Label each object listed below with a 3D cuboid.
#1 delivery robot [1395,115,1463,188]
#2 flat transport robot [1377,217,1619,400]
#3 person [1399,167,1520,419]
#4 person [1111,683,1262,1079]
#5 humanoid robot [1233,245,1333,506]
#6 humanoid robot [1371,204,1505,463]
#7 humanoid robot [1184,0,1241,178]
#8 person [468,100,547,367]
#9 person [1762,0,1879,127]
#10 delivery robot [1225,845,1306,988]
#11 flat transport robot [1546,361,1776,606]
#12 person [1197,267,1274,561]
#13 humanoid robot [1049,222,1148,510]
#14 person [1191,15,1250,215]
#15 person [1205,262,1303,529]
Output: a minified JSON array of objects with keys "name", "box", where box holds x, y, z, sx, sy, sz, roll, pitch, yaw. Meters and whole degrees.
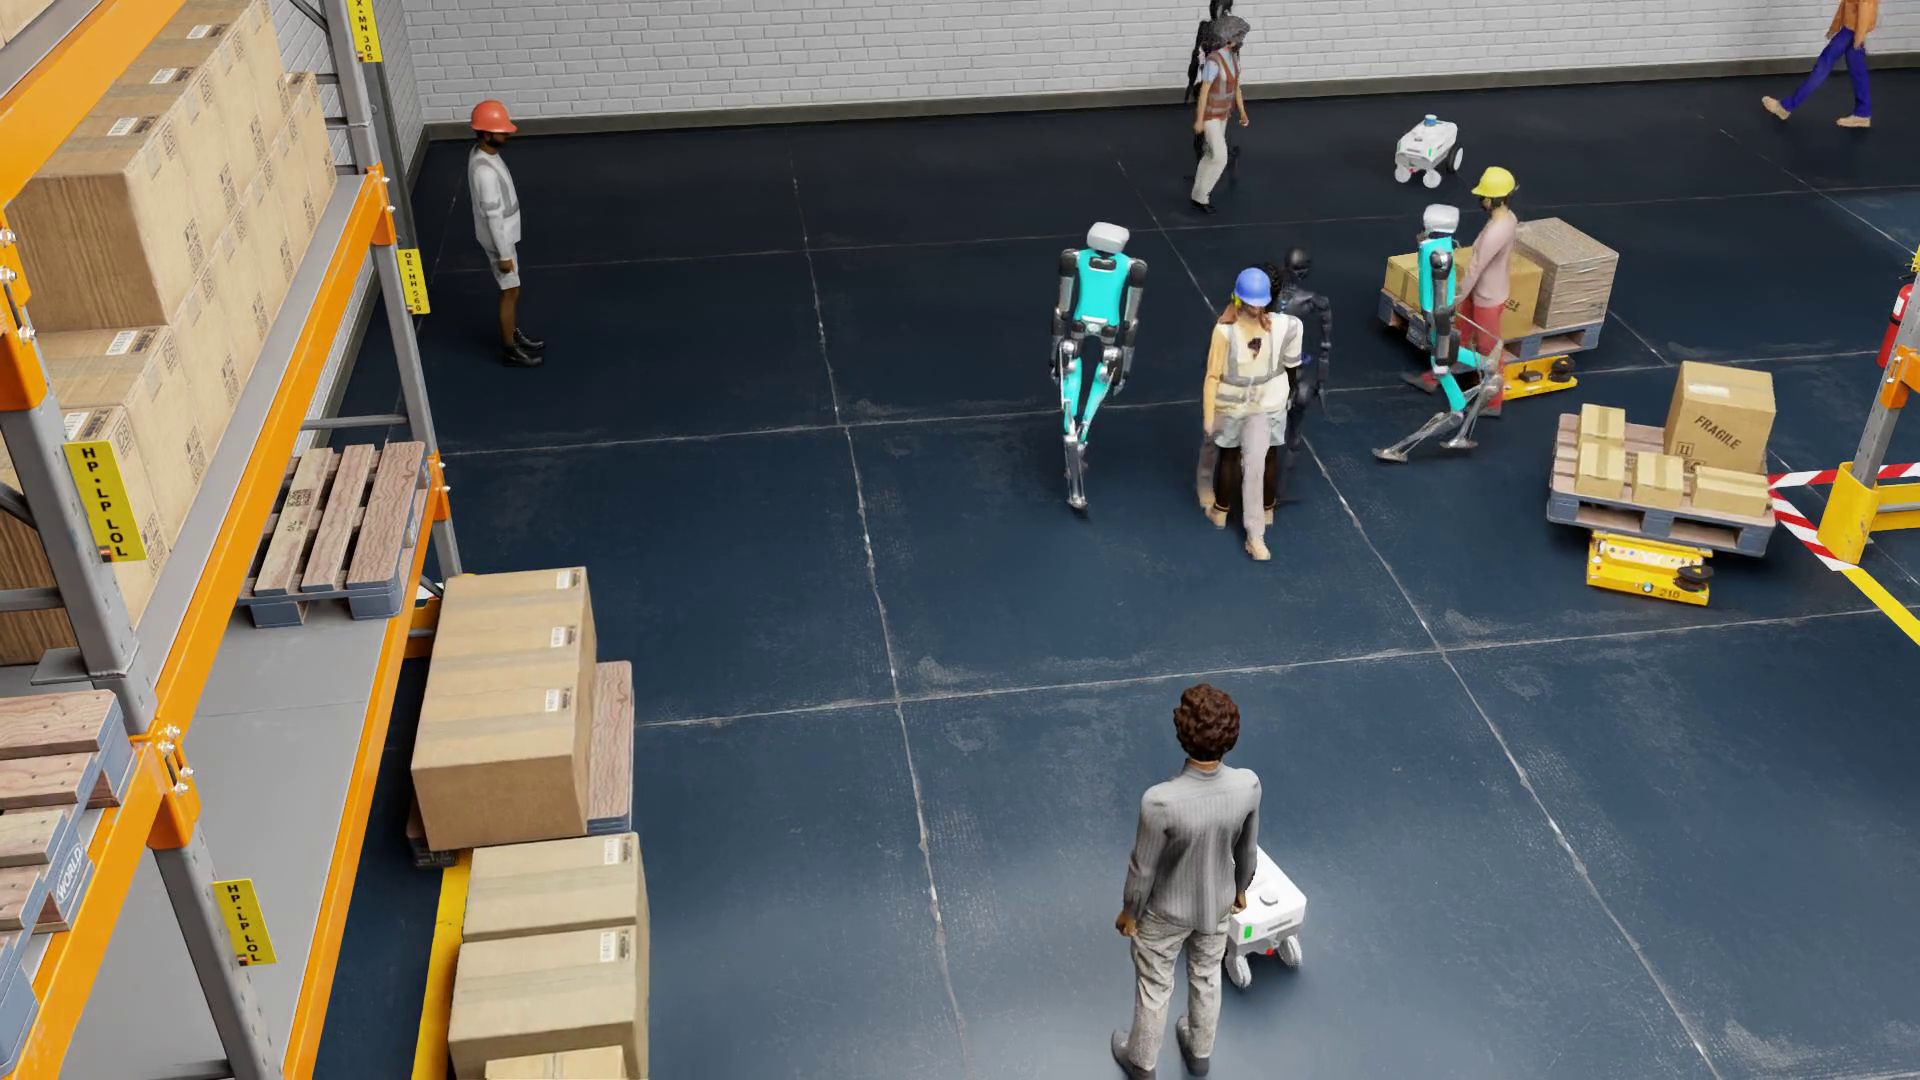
[{"name":"delivery robot","box":[4.223,-3.540,15.007,0.524,0.586,0.748,20,38,27]},{"name":"flat transport robot","box":[3.760,-1.436,12.053,0.659,0.231,1.431,-11,35,-17]},{"name":"person","box":[3.353,-1.628,11.005,0.800,1.738,0.530,13,35,20]},{"name":"person","box":[0.870,1.355,6.297,0.547,1.891,0.412,-11,35,-16]},{"name":"humanoid robot","box":[1.941,-0.983,10.079,0.601,1.638,0.386,16,37,23]},{"name":"humanoid robot","box":[3.149,-1.224,10.397,0.910,1.761,0.532,4,33,6]},{"name":"humanoid robot","box":[2.276,-4.011,14.706,0.484,1.643,0.587,-25,40,-33]},{"name":"person","box":[-3.169,-2.116,11.586,0.382,1.925,0.546,-8,34,-11]},{"name":"person","box":[8.441,-4.913,15.887,1.046,1.897,0.577,12,35,18]},{"name":"delivery robot","box":[1.173,1.513,7.289,0.499,0.613,0.816,-15,36,-22]},{"name":"flat transport robot","box":[4.159,-0.115,10.029,0.659,0.231,1.431,11,35,16]},{"name":"person","box":[1.629,-0.799,9.739,0.488,1.723,0.932,-7,34,-11]},{"name":"humanoid robot","box":[0.764,-0.942,9.992,0.565,1.764,0.911,7,34,10]},{"name":"person","box":[2.198,-3.575,14.050,0.462,1.665,0.470,19,38,27]},{"name":"person","box":[1.727,-0.830,9.826,0.530,1.691,0.322,-2,33,-3]}]
